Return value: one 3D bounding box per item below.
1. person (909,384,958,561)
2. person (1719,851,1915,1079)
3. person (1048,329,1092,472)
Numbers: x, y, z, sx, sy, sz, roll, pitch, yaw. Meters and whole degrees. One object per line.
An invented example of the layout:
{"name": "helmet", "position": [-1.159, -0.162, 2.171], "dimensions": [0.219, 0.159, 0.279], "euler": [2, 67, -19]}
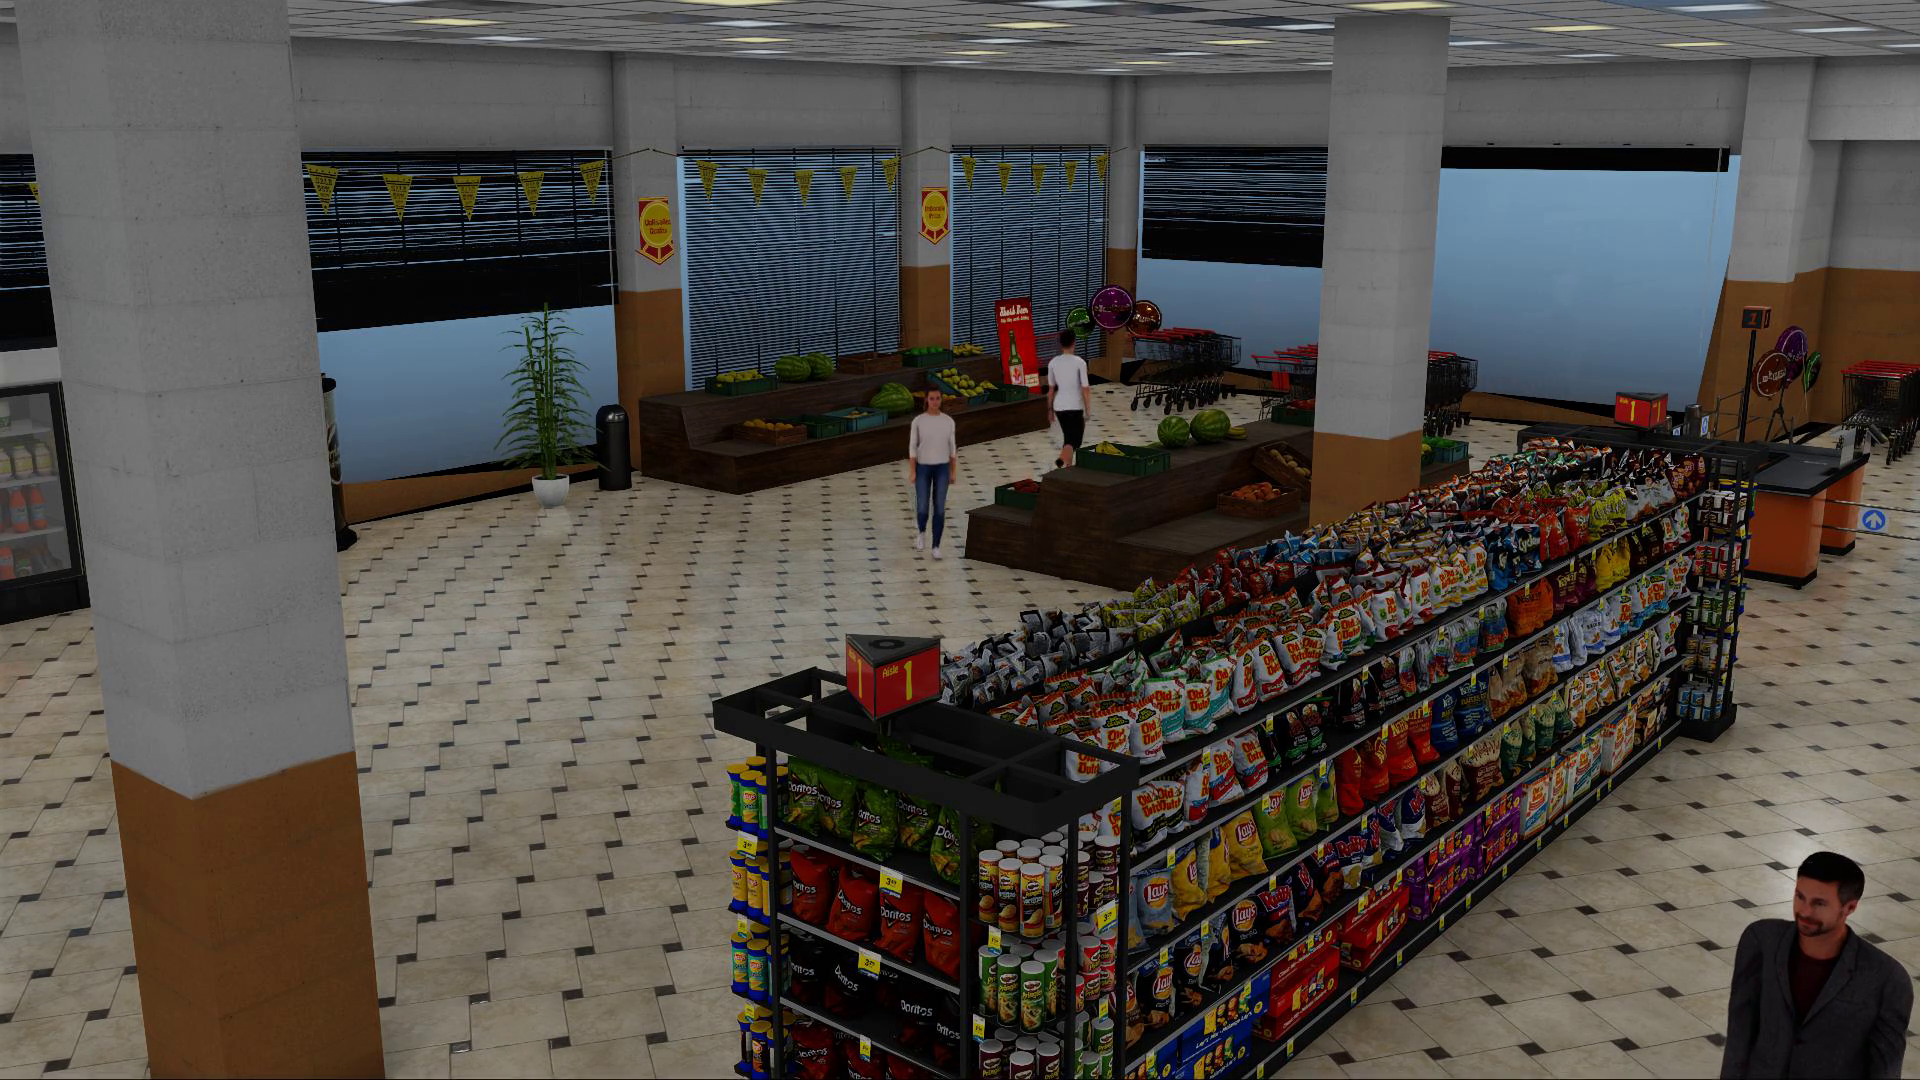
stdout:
{"name": "person", "position": [-0.285, -0.678, 16.279], "dimensions": [0.791, 1.715, 0.852], "euler": [-2, 14, -10]}
{"name": "person", "position": [2.737, 1.877, 5.415], "dimensions": [0.602, 1.871, 0.702], "euler": [-13, 19, -43]}
{"name": "person", "position": [1.257, -1.531, 19.552], "dimensions": [0.752, 1.831, 1.107], "euler": [8, 16, 31]}
